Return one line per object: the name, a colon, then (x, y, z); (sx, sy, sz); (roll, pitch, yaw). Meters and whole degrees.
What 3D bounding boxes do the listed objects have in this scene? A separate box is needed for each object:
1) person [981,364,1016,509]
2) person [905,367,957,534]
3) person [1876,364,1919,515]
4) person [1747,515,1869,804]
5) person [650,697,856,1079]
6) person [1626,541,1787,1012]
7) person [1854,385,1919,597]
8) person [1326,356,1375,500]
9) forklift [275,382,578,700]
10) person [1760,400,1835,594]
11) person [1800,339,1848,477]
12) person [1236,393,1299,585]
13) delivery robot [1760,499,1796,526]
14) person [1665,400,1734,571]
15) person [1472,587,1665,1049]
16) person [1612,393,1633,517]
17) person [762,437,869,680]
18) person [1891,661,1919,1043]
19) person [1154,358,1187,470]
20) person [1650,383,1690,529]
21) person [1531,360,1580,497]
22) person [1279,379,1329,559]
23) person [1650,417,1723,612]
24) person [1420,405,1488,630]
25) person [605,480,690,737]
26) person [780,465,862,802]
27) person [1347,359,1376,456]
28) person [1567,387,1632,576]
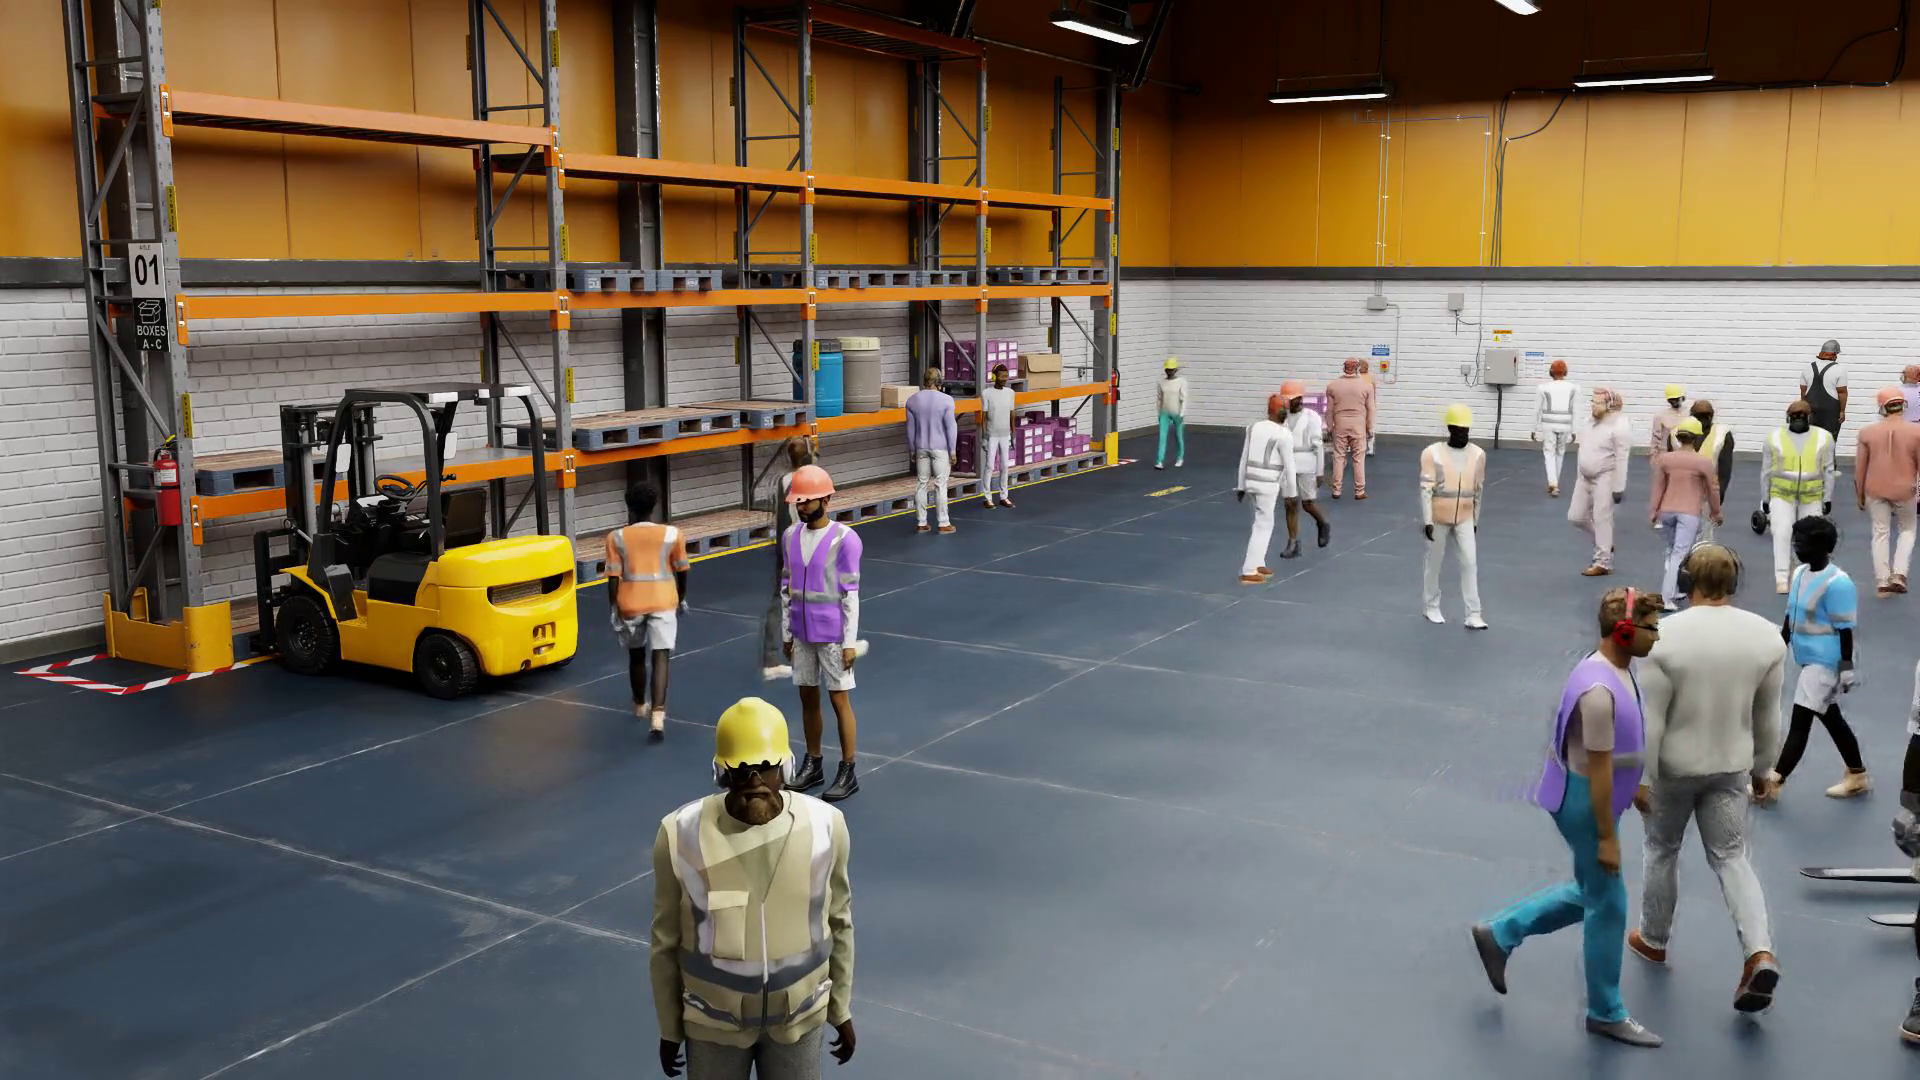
person: (0.493, -1.325, 21.316); (0.513, 1.861, 0.327); (-5, 10, -29)
person: (-0.320, -1.027, 19.224); (0.627, 1.934, 0.371); (4, 10, 24)
person: (11.697, -1.231, 20.609); (0.672, 1.895, 0.460); (1, 9, 5)
person: (4.868, 0.679, 9.448); (0.796, 1.651, 0.533); (1, 9, 6)
person: (-0.580, 1.341, 4.748); (0.589, 1.834, 0.403); (-3, 9, -16)
person: (3.116, 0.964, 6.905); (0.640, 1.914, 0.888); (0, 9, -2)
person: (8.671, -0.447, 15.480); (0.644, 1.970, 0.448); (7, 12, 38)
person: (5.205, -1.488, 22.183); (0.643, 1.908, 0.410); (3, 10, 20)
forklift: (-3.974, -0.067, 12.417); (2.313, 2.155, 1.214); (5, 11, 30)
person: (7.914, -0.420, 15.762); (0.638, 1.830, 0.654); (4, 10, 21)
person: (12.893, -1.967, 24.753); (0.535, 2.000, 0.687); (-6, 11, -31)
person: (2.998, -0.489, 16.083); (0.650, 1.858, 0.596); (-5, 10, -28)
delivery robot: (9.436, -0.344, 18.953); (0.477, 0.478, 0.707); (0, 9, 0)
person: (7.178, -0.469, 16.225); (0.611, 1.781, 0.960); (5, 10, 28)
person: (2.429, 1.062, 6.566); (0.707, 1.818, 0.568); (5, 10, 30)
person: (7.656, -0.929, 19.592); (0.516, 1.623, 0.592); (0, 9, -1)
person: (-1.128, 0.123, 12.458); (0.946, 1.795, 0.539); (-8, 12, -41)
person: (3.944, 1.031, 6.343); (0.702, 1.946, 0.413); (5, 10, 27)
person: (3.268, -1.953, 25.682); (0.521, 1.713, 0.924); (4, 10, 26)
person: (8.434, -0.990, 19.609); (0.554, 1.739, 0.501); (4, 10, 22)
person: (8.074, -1.518, 22.553); (0.587, 1.854, 0.882); (1, 9, 6)
person: (3.656, -0.768, 17.705); (0.605, 1.901, 0.725); (9, 12, 43)
person: (6.527, -0.234, 14.932); (0.888, 1.726, 0.538); (-7, 12, -38)
person: (4.185, -0.185, 14.053); (0.588, 1.894, 0.892); (-1, 9, -5)
person: (-2.047, 0.440, 10.905); (0.536, 1.662, 0.841); (-1, 9, -5)
person: (-0.819, 0.531, 9.518); (0.542, 1.933, 0.382); (6, 11, 32)
person: (6.655, -2.195, 27.563); (0.533, 1.592, 0.855); (-2, 9, -11)
person: (6.355, -0.579, 16.543); (0.449, 1.890, 0.661); (-3, 10, -19)
